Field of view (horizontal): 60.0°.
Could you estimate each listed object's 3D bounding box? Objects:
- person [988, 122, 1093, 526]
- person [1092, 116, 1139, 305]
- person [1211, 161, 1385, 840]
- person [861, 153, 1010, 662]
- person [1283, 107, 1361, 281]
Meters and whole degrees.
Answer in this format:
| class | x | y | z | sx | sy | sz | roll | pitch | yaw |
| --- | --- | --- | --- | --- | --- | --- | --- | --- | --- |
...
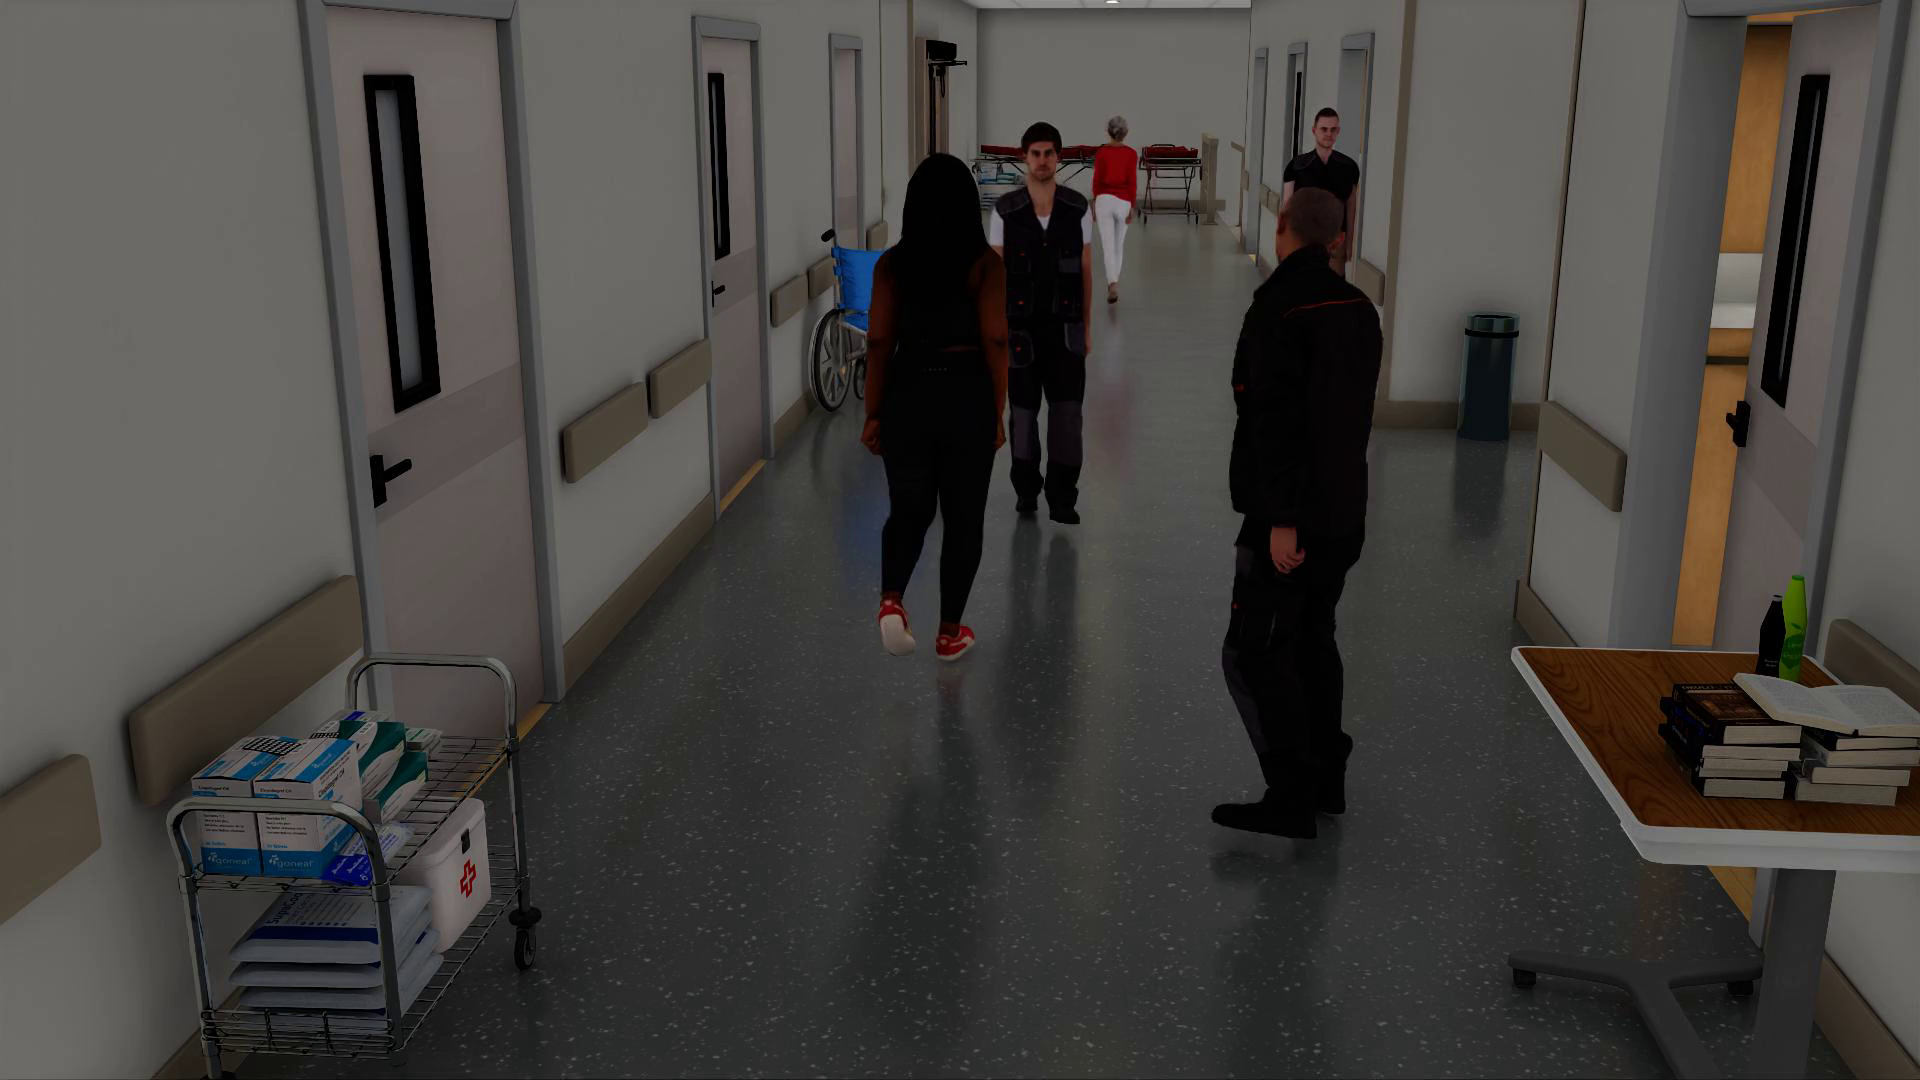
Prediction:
| class | x | y | z | sx | sy | sz | roll | pitch | yaw |
| --- | --- | --- | --- | --- | --- | --- | --- | --- | --- |
| person | 0.372 | -1.010 | 7.844 | 0.732 | 1.825 | 0.954 | 0 | 16 | -1 |
| person | 1.380 | -2.933 | 14.985 | 0.615 | 1.651 | 1.142 | 0 | 16 | 0 |
| person | 0.973 | -0.083 | 4.561 | 0.997 | 1.822 | 0.873 | 8 | 17 | 25 |
| person | -0.084 | -0.393 | 5.728 | 0.751 | 1.786 | 0.924 | 4 | 16 | 14 |
| person | 2.473 | -2.060 | 11.539 | 0.657 | 1.840 | 0.560 | 1 | 16 | 5 |
